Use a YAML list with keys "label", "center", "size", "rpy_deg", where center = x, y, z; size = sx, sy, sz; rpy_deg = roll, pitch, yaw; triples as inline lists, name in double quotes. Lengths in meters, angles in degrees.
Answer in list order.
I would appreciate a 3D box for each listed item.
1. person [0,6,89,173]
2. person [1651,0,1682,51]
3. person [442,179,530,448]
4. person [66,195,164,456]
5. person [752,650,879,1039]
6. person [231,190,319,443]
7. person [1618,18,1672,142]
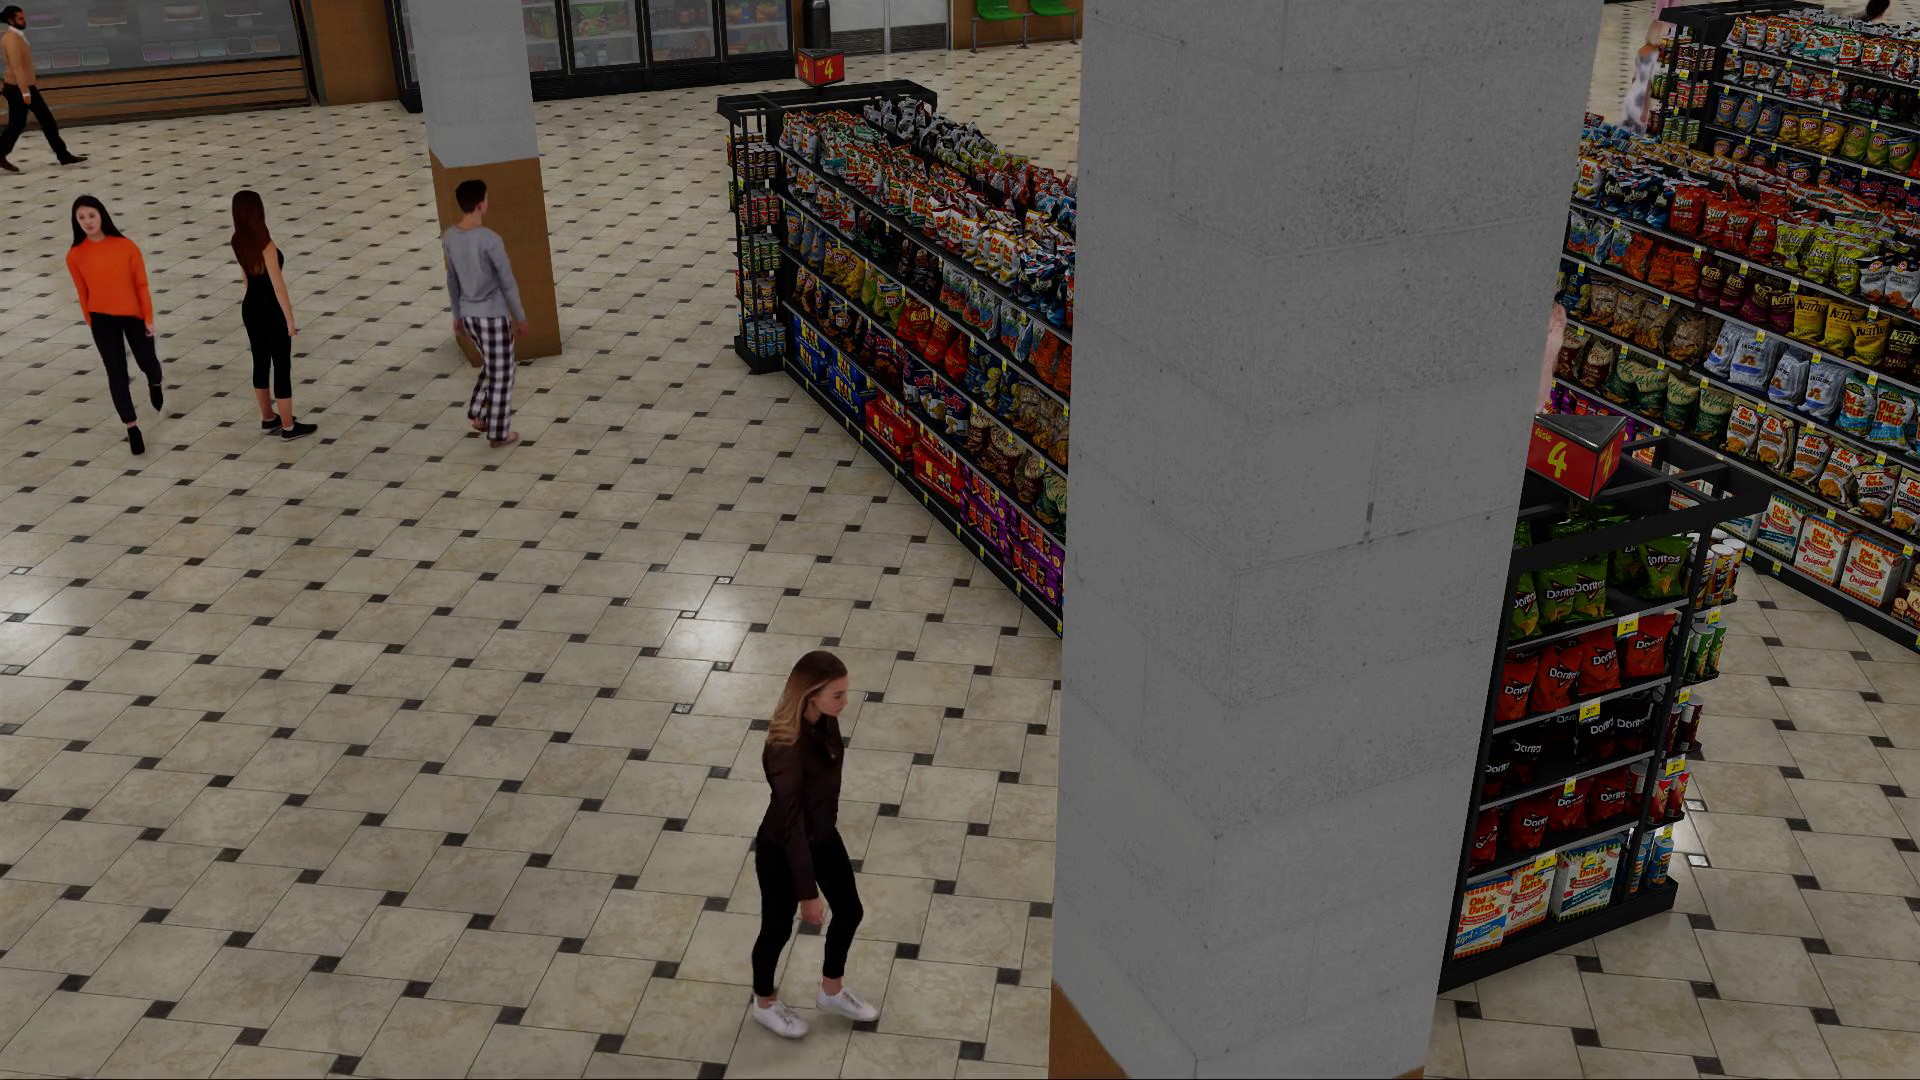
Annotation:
- label: "person"
  center: [-10.134, -4.798, 17.796]
  size: [0.886, 1.722, 1.168]
  rpy_deg: [-9, 28, -17]
- label: "person"
  center: [9.023, -6.604, 21.395]
  size: [0.717, 1.688, 0.686]
  rpy_deg: [14, 30, 26]
- label: "person"
  center: [-3.206, -1.461, 11.089]
  size: [0.777, 1.836, 0.843]
  rpy_deg: [14, 30, 26]
- label: "person"
  center: [-5.674, -1.492, 11.277]
  size: [0.621, 1.721, 1.073]
  rpy_deg: [-11, 29, -21]
- label: "person"
  center: [-0.661, 1.119, 6.177]
  size: [0.893, 1.678, 0.839]
  rpy_deg: [14, 30, 25]
- label: "person"
  center: [-4.750, -1.530, 11.349]
  size: [0.615, 1.724, 0.701]
  rpy_deg: [15, 30, 27]
- label: "person"
  center: [6.930, -4.454, 17.144]
  size: [0.731, 1.698, 1.072]
  rpy_deg: [-10, 29, -19]
